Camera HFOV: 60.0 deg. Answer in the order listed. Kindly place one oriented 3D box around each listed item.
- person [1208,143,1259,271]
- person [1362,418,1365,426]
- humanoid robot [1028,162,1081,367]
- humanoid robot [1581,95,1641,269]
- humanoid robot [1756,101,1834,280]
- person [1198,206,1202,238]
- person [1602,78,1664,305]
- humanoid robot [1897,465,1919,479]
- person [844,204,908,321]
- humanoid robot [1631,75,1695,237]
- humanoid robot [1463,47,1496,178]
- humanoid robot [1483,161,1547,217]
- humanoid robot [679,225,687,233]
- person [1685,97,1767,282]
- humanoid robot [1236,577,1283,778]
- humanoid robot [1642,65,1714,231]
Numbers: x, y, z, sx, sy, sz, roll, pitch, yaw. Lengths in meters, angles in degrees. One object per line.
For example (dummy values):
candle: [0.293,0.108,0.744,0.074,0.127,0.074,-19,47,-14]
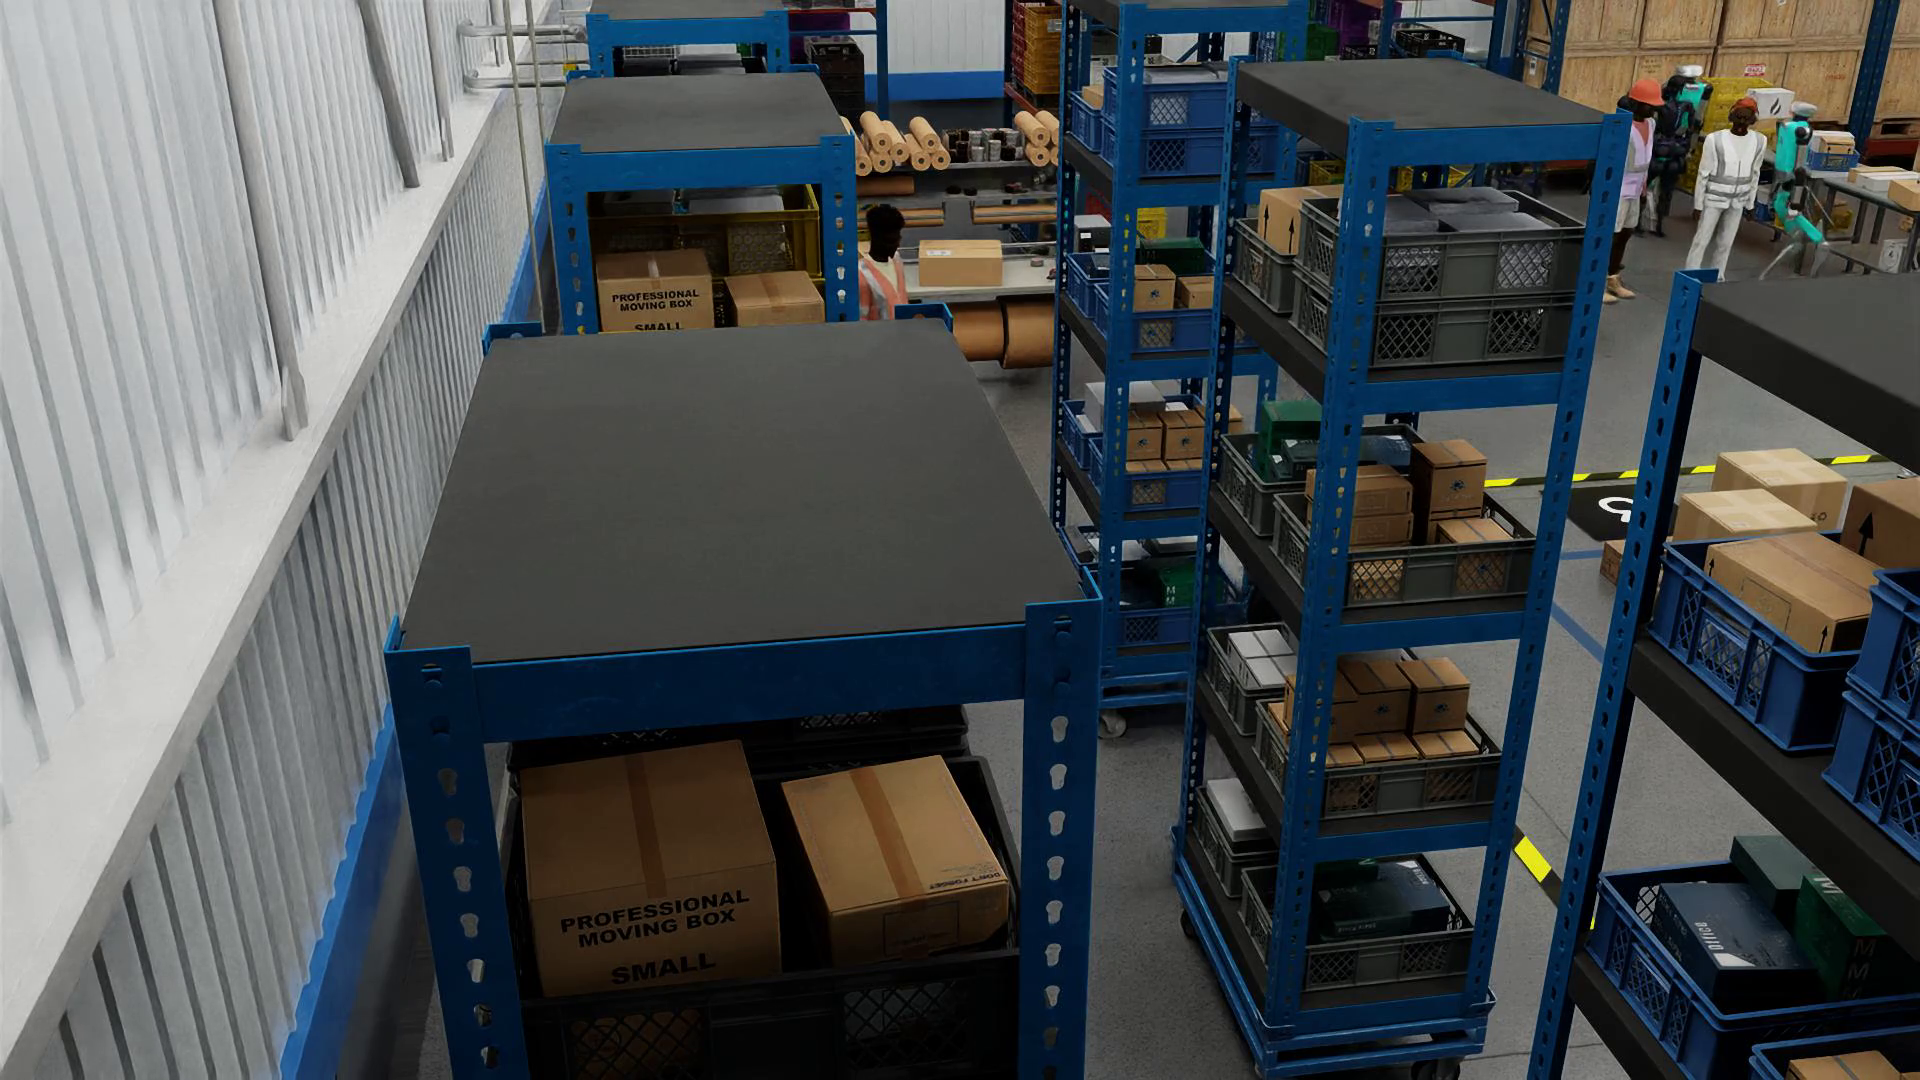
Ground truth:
person: [2.488,-3.205,15.422,0.593,1.804,0.756,-3,25,-6]
person: [1.770,0.133,8.167,0.595,1.811,0.939,0,25,-1]
humanoid robot: [0.571,-2.249,13.541,0.799,1.858,0.537,3,25,6]
humanoid robot: [6.333,-3.468,16.134,0.599,1.657,0.315,20,31,37]
humanoid robot: [7.914,-3.167,15.494,0.798,1.807,0.530,0,25,0]
person: [2.418,-3.391,15.787,0.430,1.844,0.618,-9,26,-19]
person: [6.032,-3.141,15.023,0.608,2.033,0.401,-19,31,-35]
humanoid robot: [6.431,-1.144,10.875,0.735,1.671,0.533,-11,27,-22]
person: [-0.514,-1.241,10.971,0.368,1.961,0.602,11,27,23]
humanoid robot: [7.295,-3.975,17.247,0.608,1.654,0.313,-4,25,-10]
humanoid robot: [5.677,-4.436,18.215,0.692,1.825,0.533,20,31,37]
humanoid robot: [5.198,-3.274,15.771,0.611,1.628,0.758,2,25,3]
humanoid robot: [-2.447,-3.071,15.301,0.612,1.640,0.594,10,27,21]
person: [6.860,-3.014,14.919,0.574,1.882,0.361,-1,25,-3]
humanoid robot: [1.241,0.662,7.172,0.482,1.647,0.586,-7,26,-14]
humanoid robot: [7.442,-4.160,17.610,0.530,1.784,0.841,-3,25,-6]
